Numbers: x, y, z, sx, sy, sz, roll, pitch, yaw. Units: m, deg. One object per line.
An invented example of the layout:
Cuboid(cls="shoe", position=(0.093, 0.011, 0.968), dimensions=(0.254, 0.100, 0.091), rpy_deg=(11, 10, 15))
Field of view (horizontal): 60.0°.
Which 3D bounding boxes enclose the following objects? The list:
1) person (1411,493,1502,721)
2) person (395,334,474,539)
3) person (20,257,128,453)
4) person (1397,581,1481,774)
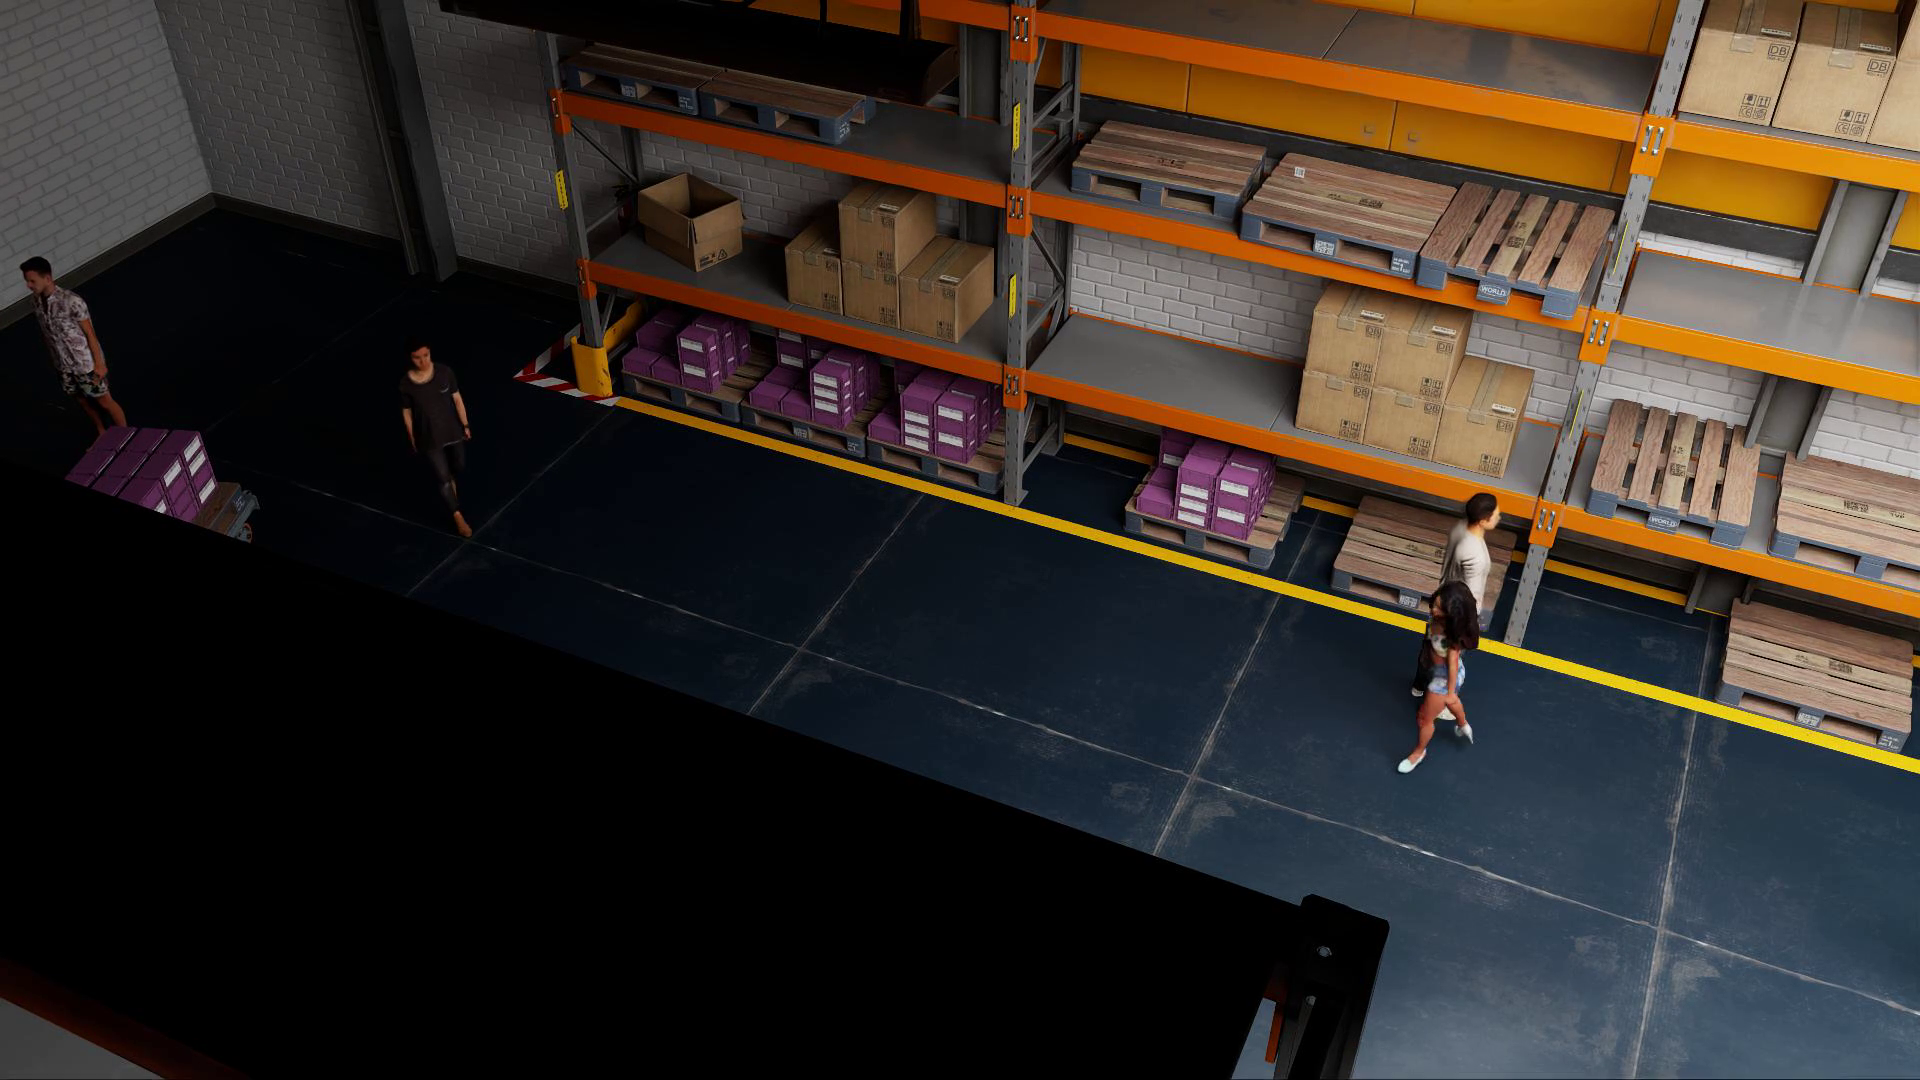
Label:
Cuboid(cls="person", position=(3.322, 0.425, 11.141), dimensions=(0.697, 1.811, 0.733), rpy_deg=(0, 39, 0))
Cuboid(cls="person", position=(-4.056, -0.878, 12.865), dimensions=(0.952, 1.695, 1.117), rpy_deg=(-23, 44, -26))
Cuboid(cls="person", position=(-7.189, -1.511, 13.565), dimensions=(0.553, 1.811, 0.757), rpy_deg=(11, 40, 14))
Cuboid(cls="person", position=(3.163, 0.875, 10.756), dimensions=(0.906, 1.589, 0.797), rpy_deg=(1, 39, 1))
